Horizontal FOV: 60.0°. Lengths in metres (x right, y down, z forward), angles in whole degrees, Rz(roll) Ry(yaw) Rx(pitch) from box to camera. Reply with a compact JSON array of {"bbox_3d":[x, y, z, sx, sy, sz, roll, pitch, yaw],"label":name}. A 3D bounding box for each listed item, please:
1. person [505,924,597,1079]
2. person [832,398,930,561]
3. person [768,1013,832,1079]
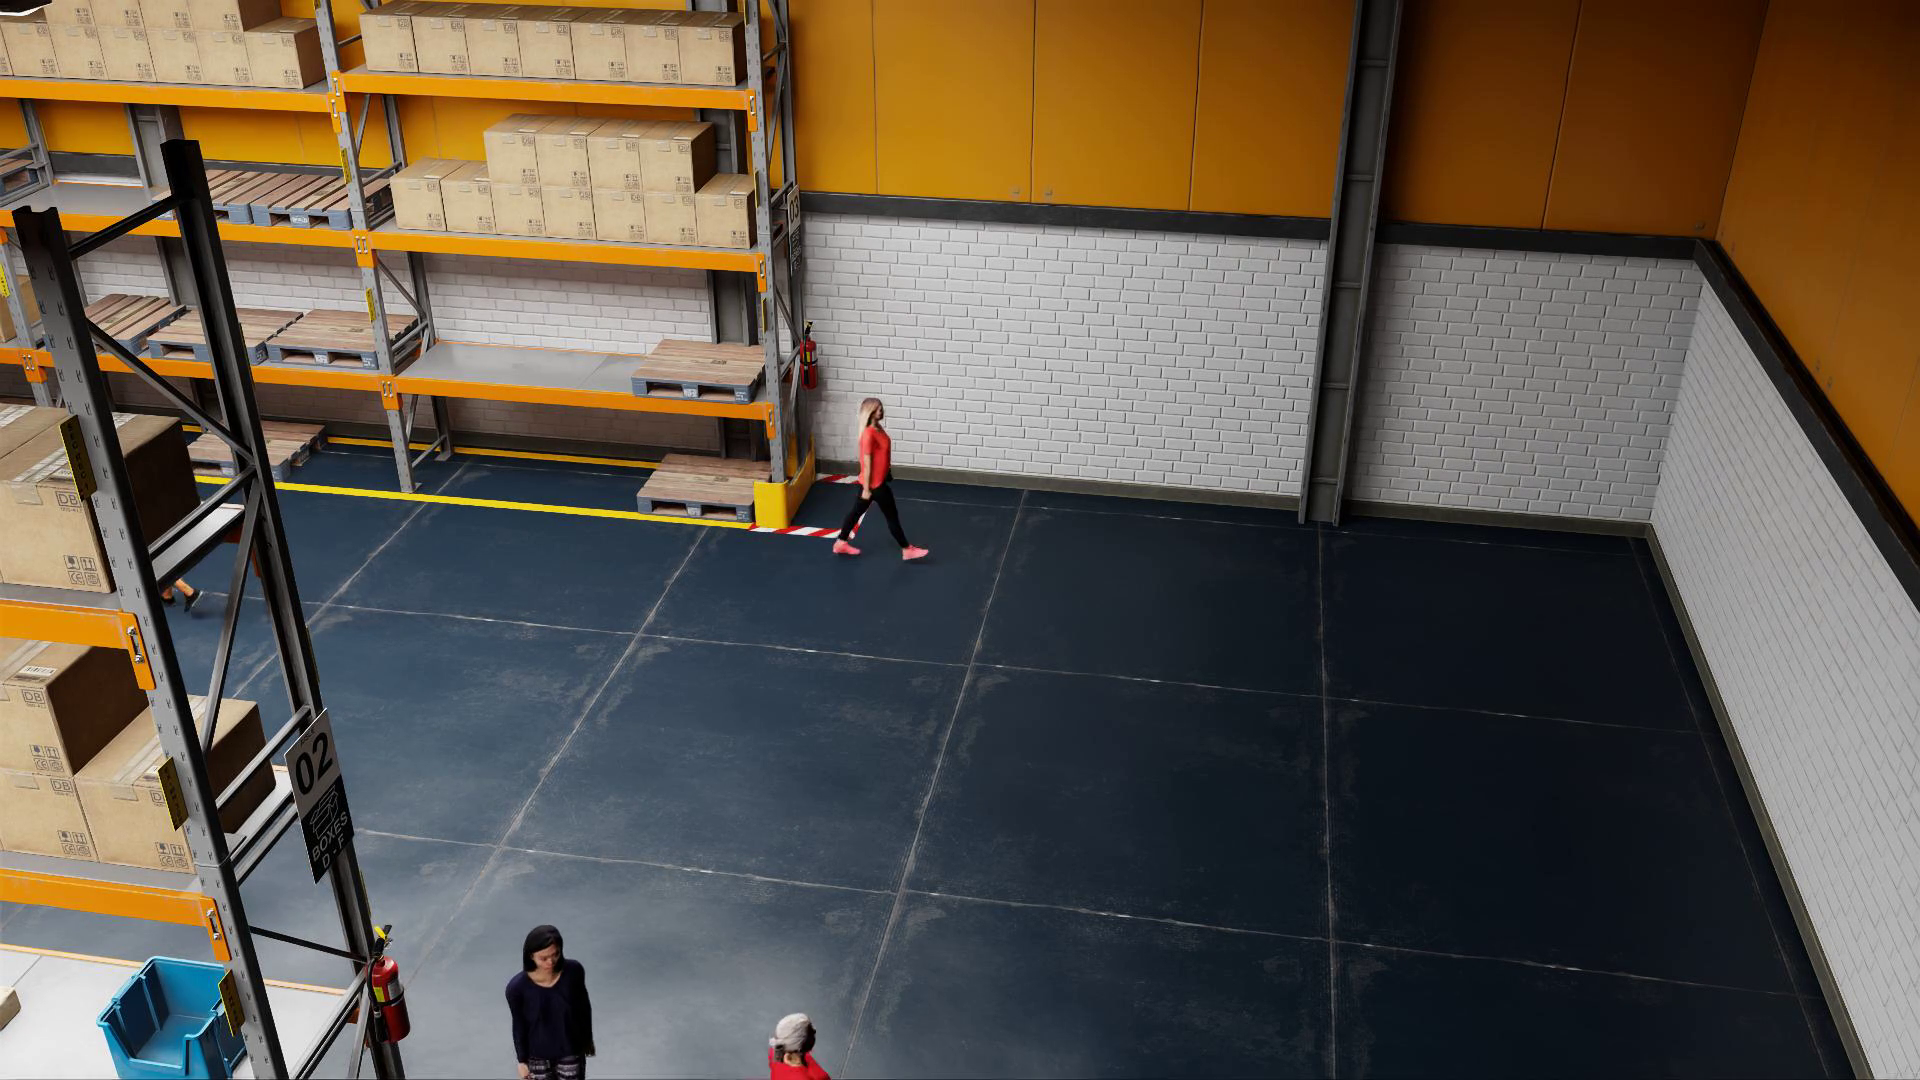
[{"bbox_3d":[-2.325,2.804,9.398,0.839,1.719,0.886,-15,32,-25],"label":"person"},{"bbox_3d":[-0.898,-0.531,15.590,1.189,1.646,0.734,1,29,1],"label":"person"},{"bbox_3d":[-0.919,3.171,8.759,0.760,1.686,0.692,-22,36,-35],"label":"person"}]
